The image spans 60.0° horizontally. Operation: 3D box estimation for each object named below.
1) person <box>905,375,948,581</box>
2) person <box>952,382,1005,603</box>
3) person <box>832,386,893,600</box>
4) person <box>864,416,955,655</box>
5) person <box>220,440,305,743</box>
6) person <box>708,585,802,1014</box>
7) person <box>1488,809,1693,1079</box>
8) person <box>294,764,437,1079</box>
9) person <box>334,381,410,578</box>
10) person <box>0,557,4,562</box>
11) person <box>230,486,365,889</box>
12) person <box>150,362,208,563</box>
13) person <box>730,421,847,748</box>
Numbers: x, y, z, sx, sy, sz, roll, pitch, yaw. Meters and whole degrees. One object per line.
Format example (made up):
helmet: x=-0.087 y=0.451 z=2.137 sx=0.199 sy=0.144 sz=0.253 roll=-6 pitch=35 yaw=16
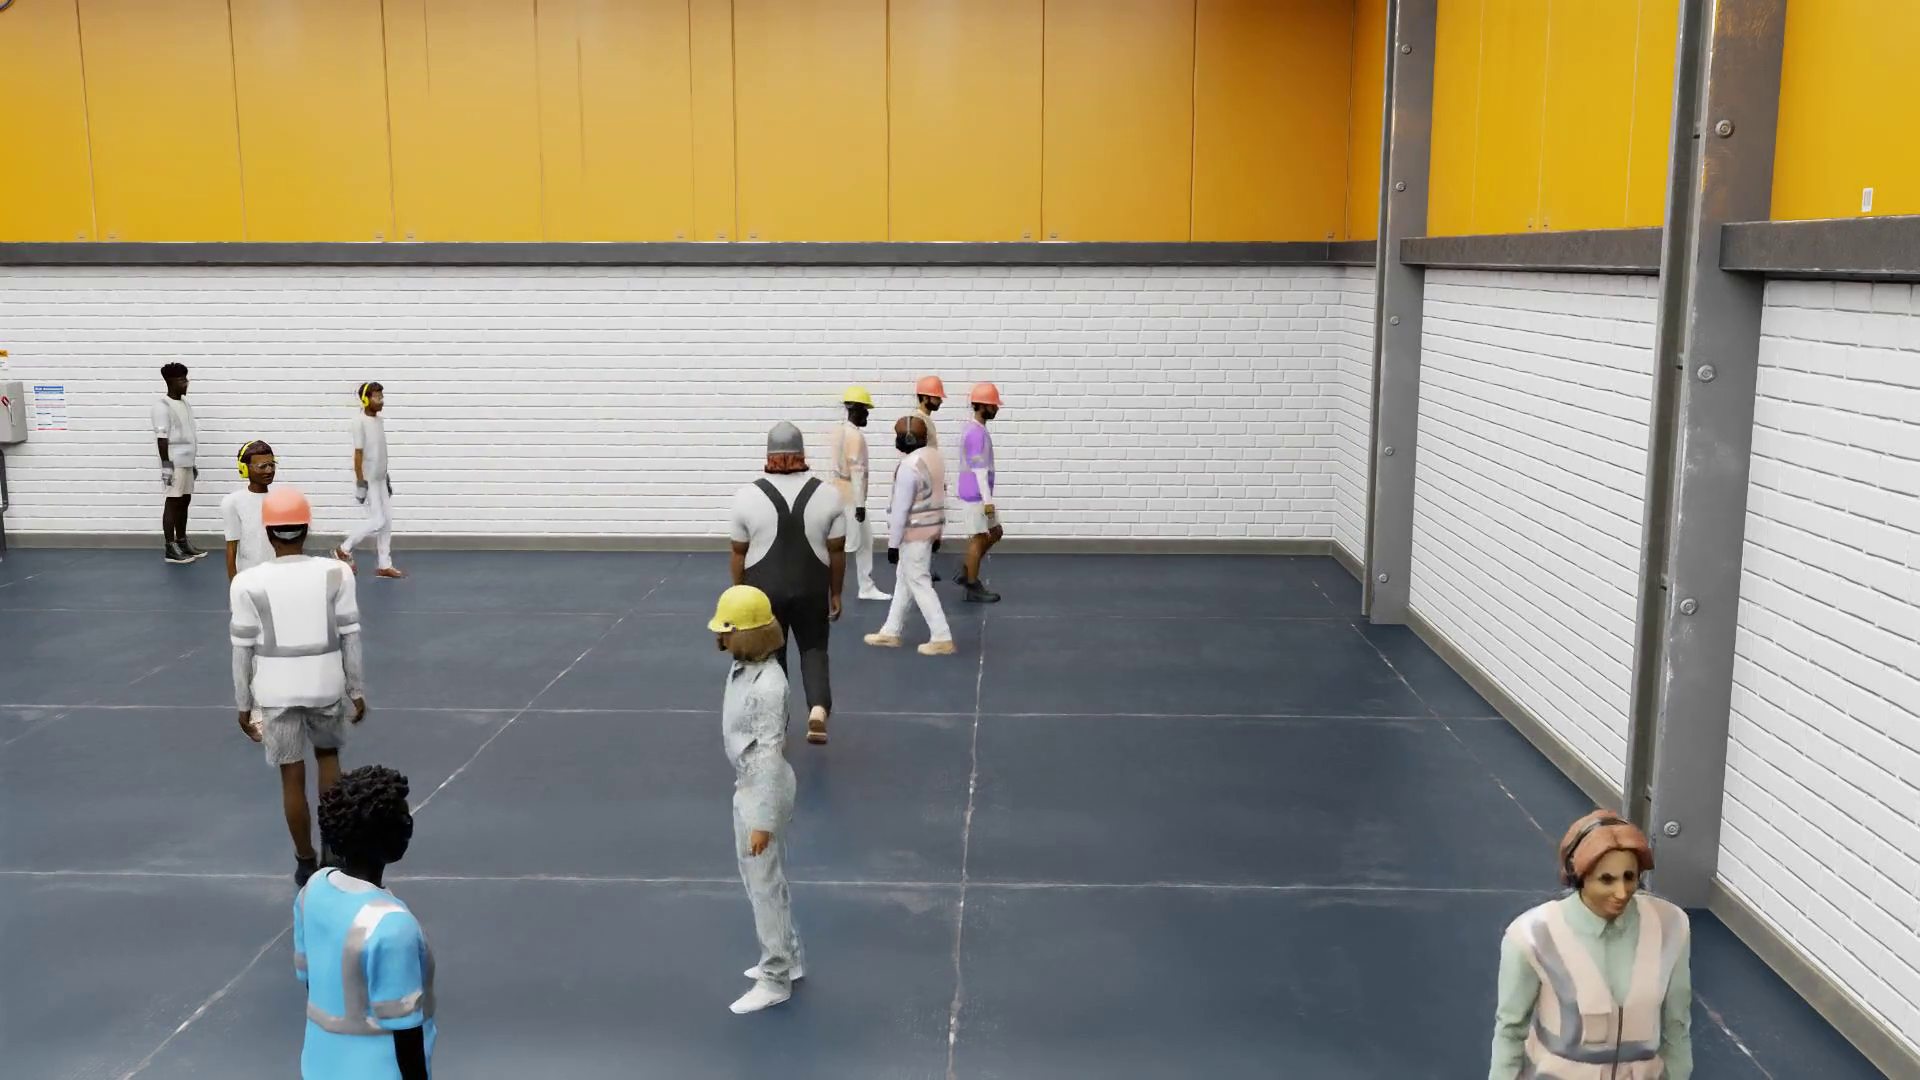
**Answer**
person: x=-0.302 y=-0.549 z=15.237 sx=0.447 sy=1.914 sz=0.538 roll=0 pitch=10 yaw=-2
person: x=0.191 y=-0.399 z=14.342 sx=0.410 sy=1.913 sz=0.558 roll=1 pitch=10 yaw=6
person: x=-1.006 y=-0.386 z=14.368 sx=0.784 sy=1.886 sz=0.593 roll=-1 pitch=10 yaw=-8
person: x=-0.368 y=-0.030 z=12.522 sx=0.802 sy=1.812 sz=0.648 roll=3 pitch=10 yaw=18
person: x=-4.306 y=0.308 z=10.336 sx=0.328 sy=1.872 sz=0.514 roll=5 pitch=11 yaw=26
person: x=-0.785 y=1.024 z=6.622 sx=0.446 sy=1.732 sz=0.547 roll=-4 pitch=10 yaw=-21
person: x=1.604 y=1.453 z=4.330 sx=0.524 sy=1.622 sz=0.438 roll=-1 pitch=10 yaw=-7
person: x=-1.529 y=1.417 z=4.349 sx=0.539 sy=1.695 sz=0.318 roll=9 pitch=13 yaw=44
person: x=-5.474 y=-0.548 z=15.425 sx=0.570 sy=1.850 sz=0.514 roll=1 pitch=10 yaw=7
person: x=-9.918 y=-0.666 z=16.170 sx=0.943 sy=1.832 sz=0.534 roll=0 pitch=10 yaw=2
person: x=-3.141 y=0.698 z=7.884 sx=0.569 sy=1.924 sz=0.496 roll=-6 pitch=11 yaw=-30
person: x=-7.681 y=-0.767 z=16.349 sx=0.362 sy=1.963 sz=0.614 roll=0 pitch=10 yaw=-1
person: x=-1.040 y=0.275 z=10.027 sx=0.692 sy=2.000 sz=0.617 roll=-2 pitch=10 yaw=-11
